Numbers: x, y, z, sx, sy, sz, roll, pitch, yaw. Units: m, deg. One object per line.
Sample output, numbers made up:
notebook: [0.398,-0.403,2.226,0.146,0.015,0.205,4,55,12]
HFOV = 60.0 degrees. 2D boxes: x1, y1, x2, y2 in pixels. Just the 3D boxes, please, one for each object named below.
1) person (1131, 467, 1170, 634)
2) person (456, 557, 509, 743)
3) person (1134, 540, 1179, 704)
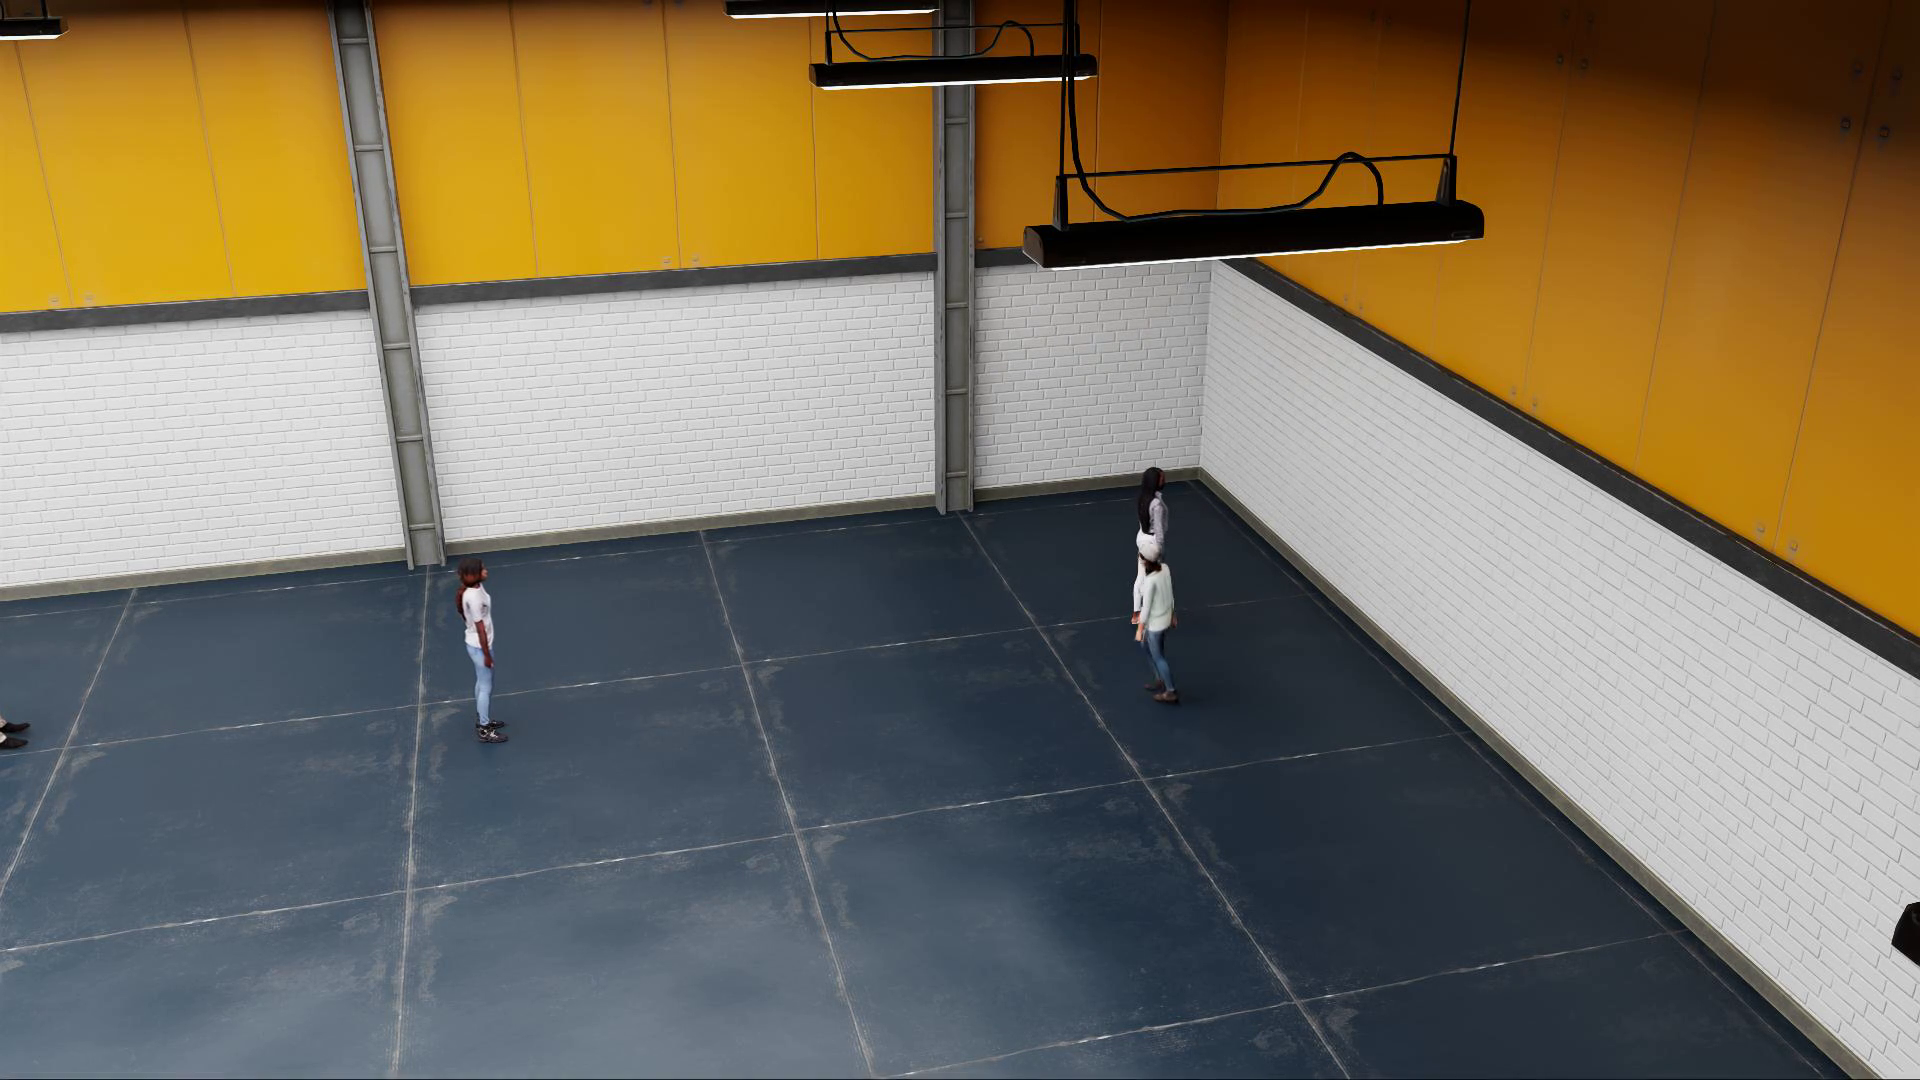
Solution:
person: [1.898,0.079,16.532,0.487,1.724,0.594,-6,24,-13]
person: [-4.195,0.936,14.576,0.517,1.719,0.595,-8,25,-17]
person: [1.853,0.754,15.121,0.799,1.618,0.742,15,28,31]
